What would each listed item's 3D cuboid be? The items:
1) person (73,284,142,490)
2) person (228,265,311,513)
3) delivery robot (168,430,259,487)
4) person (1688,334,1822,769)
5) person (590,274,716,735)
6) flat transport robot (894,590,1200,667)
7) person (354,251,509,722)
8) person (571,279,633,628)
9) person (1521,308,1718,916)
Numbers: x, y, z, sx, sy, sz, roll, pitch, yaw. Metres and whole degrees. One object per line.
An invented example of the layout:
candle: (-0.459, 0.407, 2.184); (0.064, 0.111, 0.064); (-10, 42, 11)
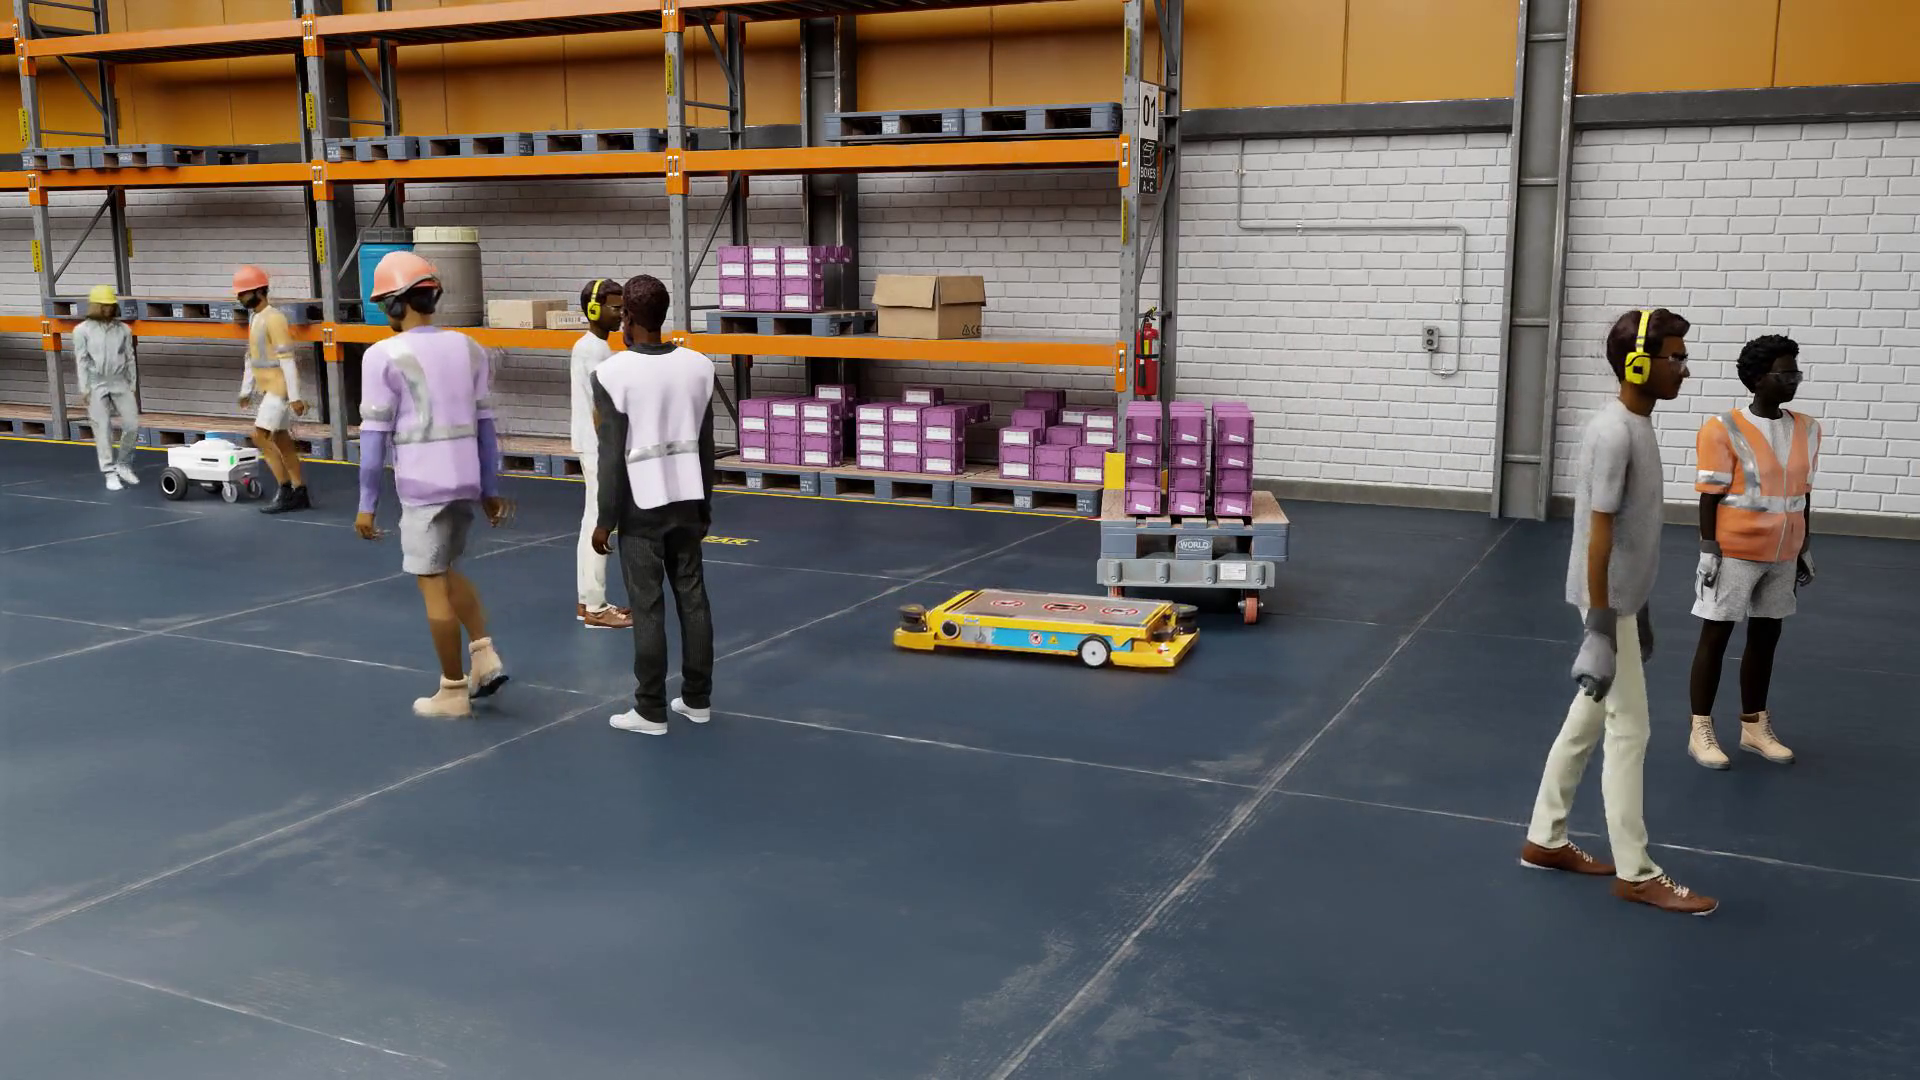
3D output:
person: (-7.204, -1.291, 14.077); (0.346, 1.735, 0.505); (9, 13, 42)
person: (-5.297, -1.144, 12.771); (0.578, 1.902, 0.554); (-7, 12, -34)
delivery robot: (-6.051, -0.645, 13.485); (0.707, 0.478, 0.477); (4, 11, 20)
person: (3.111, 0.047, 6.519); (0.535, 1.700, 0.318); (-3, 10, -14)
person: (-1.265, -0.140, 6.964); (0.392, 1.920, 0.587); (10, 14, 44)
flat transport robot: (0.449, 0.429, 8.420); (1.431, 0.197, 0.652); (3, 10, 19)
person: (-2.283, -0.217, 7.145); (0.505, 2.020, 0.604); (5, 11, 27)
person: (-1.927, -0.461, 8.957); (0.323, 1.865, 0.518); (-3, 10, -18)
person: (2.084, 0.208, 5.198); (0.507, 1.866, 0.571); (5, 11, 25)
